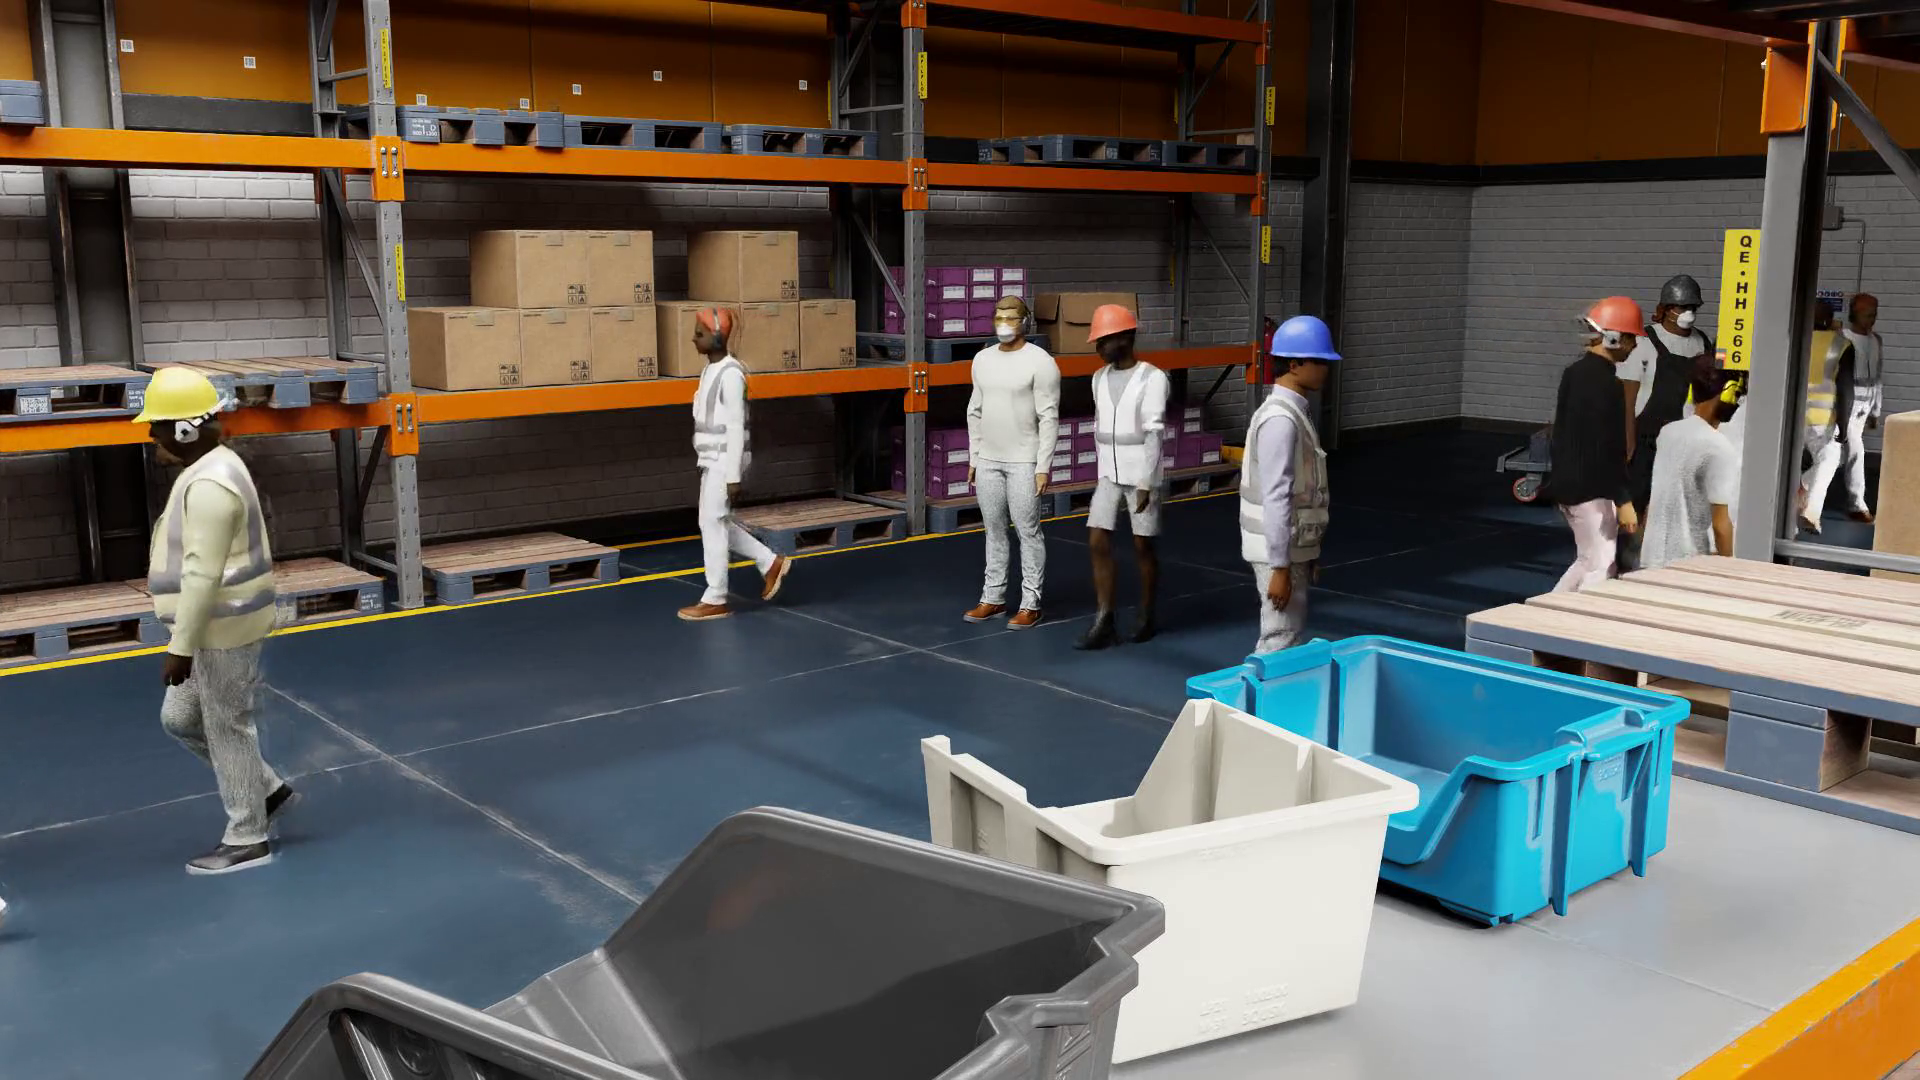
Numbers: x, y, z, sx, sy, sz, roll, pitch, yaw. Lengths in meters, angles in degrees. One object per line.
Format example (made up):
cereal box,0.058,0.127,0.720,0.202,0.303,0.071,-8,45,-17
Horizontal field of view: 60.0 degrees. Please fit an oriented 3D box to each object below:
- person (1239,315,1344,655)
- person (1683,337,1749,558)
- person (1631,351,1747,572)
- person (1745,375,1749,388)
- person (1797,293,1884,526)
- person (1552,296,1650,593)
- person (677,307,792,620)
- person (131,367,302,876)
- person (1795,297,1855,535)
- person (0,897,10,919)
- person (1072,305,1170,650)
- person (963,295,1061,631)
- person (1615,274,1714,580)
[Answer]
person,1.371,0.040,6.969,0.411,1.939,0.654,2,10,13
person,3.729,-0.102,8.027,0.517,1.846,0.801,10,14,44
person,2.960,0.130,6.841,0.974,1.812,0.541,0,10,2
person,7.412,-1.449,15.309,0.627,1.934,0.370,2,10,10
person,7.171,-1.083,13.519,0.581,1.853,0.919,-4,11,-22
person,3.217,-0.244,8.439,0.426,1.972,0.641,0,10,3
person,-1.360,-0.449,9.896,0.634,1.868,0.604,-3,11,-19
person,-2.638,0.299,5.870,0.419,1.811,0.589,-5,11,-27
person,6.439,-0.923,12.643,0.642,1.827,0.432,9,13,40
person,-3.395,0.565,4.987,0.868,1.591,0.516,-6,12,-30
person,0.869,-0.333,9.179,0.541,1.890,0.762,8,13,37
person,0.290,-0.449,9.689,0.631,1.940,0.370,8,13,39
person,4.575,-0.677,10.684,0.673,2.000,0.536,-2,10,-12
